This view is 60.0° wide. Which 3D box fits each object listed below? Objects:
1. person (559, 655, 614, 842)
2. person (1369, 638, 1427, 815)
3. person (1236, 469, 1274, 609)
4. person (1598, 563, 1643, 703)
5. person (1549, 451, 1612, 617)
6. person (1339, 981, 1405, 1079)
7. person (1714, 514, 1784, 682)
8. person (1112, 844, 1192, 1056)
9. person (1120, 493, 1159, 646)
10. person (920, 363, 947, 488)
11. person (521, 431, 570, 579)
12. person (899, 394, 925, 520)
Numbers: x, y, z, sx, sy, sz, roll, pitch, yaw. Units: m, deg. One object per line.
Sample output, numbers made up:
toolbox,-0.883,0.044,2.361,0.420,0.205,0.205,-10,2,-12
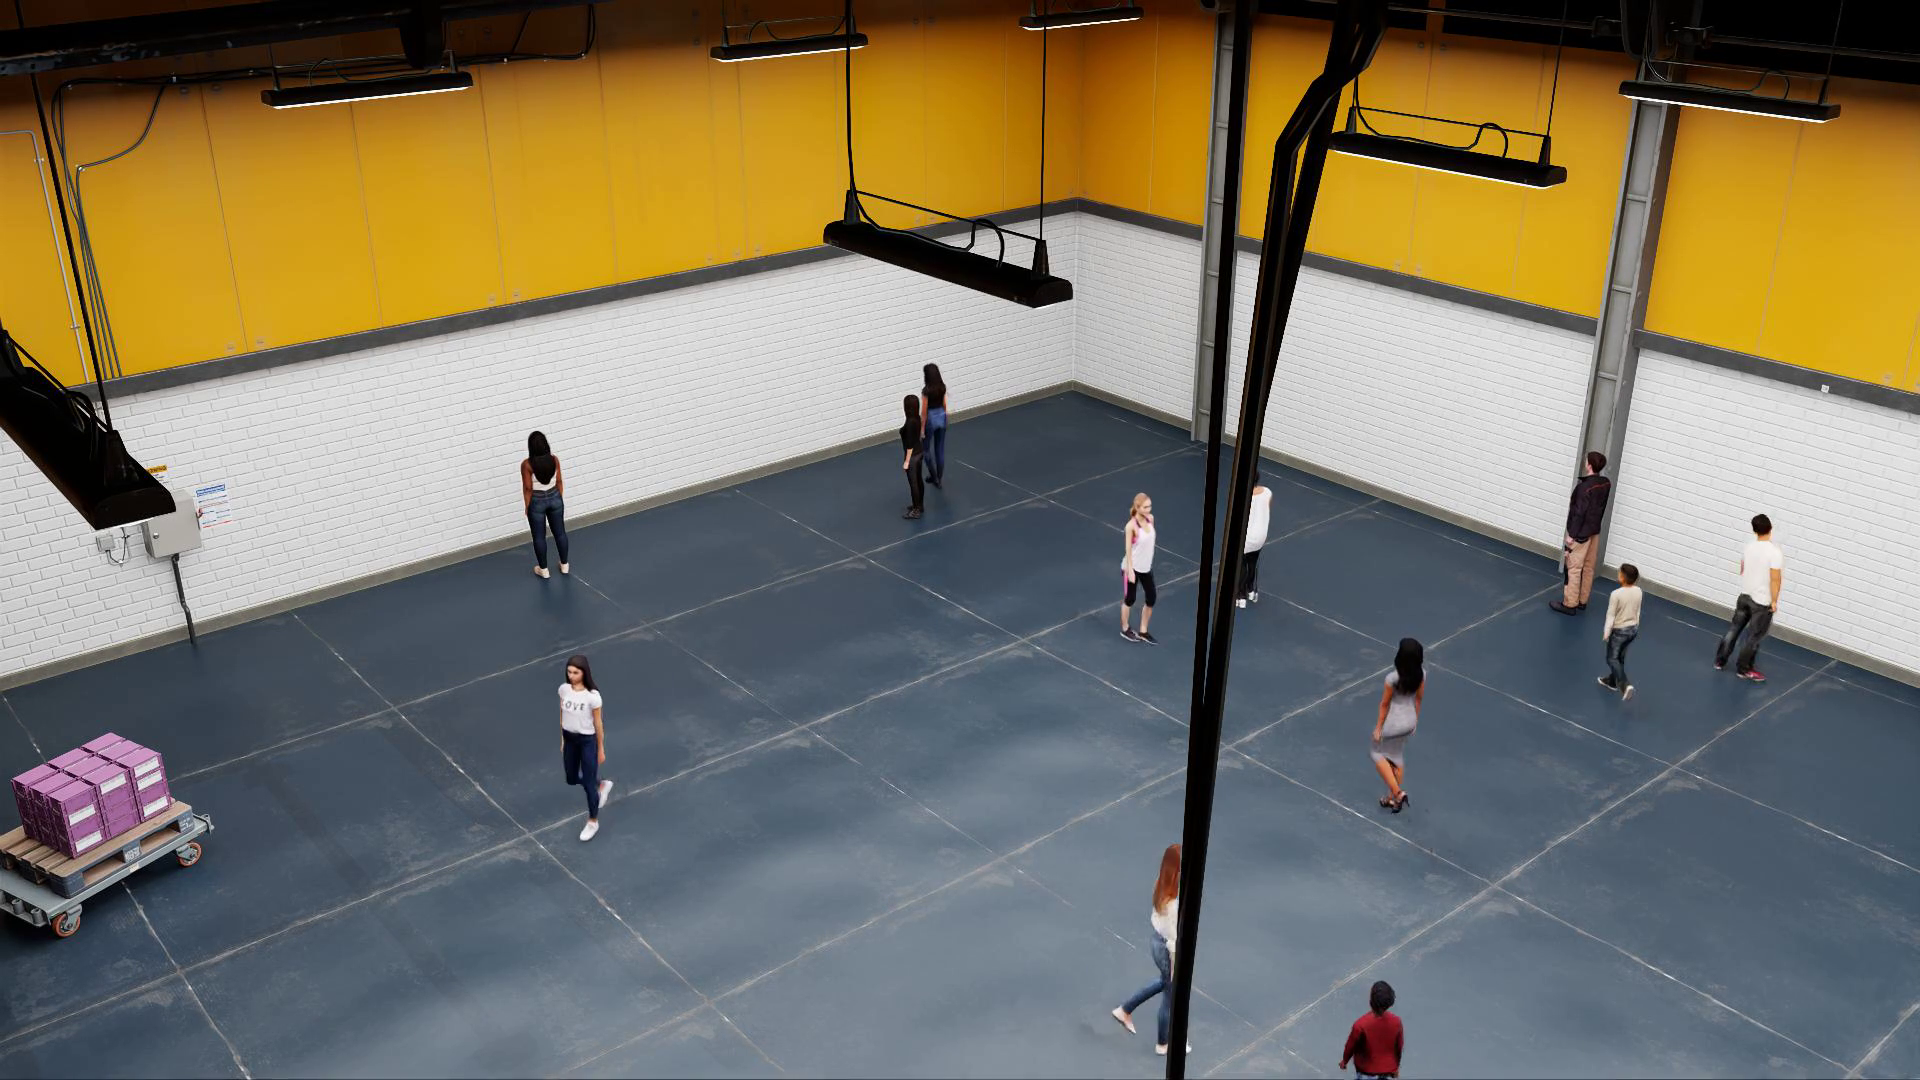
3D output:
person,-3.276,1.772,14.668,0.866,1.760,0.860,10,26,23
person,3.938,1.715,14.785,0.719,1.770,0.807,-10,26,-22
person,3.267,-0.063,18.956,0.718,1.687,0.730,-11,26,-24
person,6.772,0.967,16.906,0.772,1.443,0.951,-6,24,-14
person,7.022,-0.084,18.707,0.711,1.925,0.619,-16,28,-32
person,2.827,3.573,11.200,0.634,1.238,0.712,-9,25,-21
person,8.282,0.616,17.291,0.867,1.778,0.710,-1,24,-2
person,1.418,2.957,12.015,0.920,1.714,0.875,2,24,5
person,1.854,0.284,18.063,0.635,1.768,0.694,-20,30,-38
person,-0.315,-1.497,22.192,0.621,1.723,0.540,-14,27,-28
person,-4.898,-0.428,19.644,0.676,1.805,0.652,-13,27,-27
person,-0.585,-1.085,21.351,0.672,1.642,0.657,7,25,17
